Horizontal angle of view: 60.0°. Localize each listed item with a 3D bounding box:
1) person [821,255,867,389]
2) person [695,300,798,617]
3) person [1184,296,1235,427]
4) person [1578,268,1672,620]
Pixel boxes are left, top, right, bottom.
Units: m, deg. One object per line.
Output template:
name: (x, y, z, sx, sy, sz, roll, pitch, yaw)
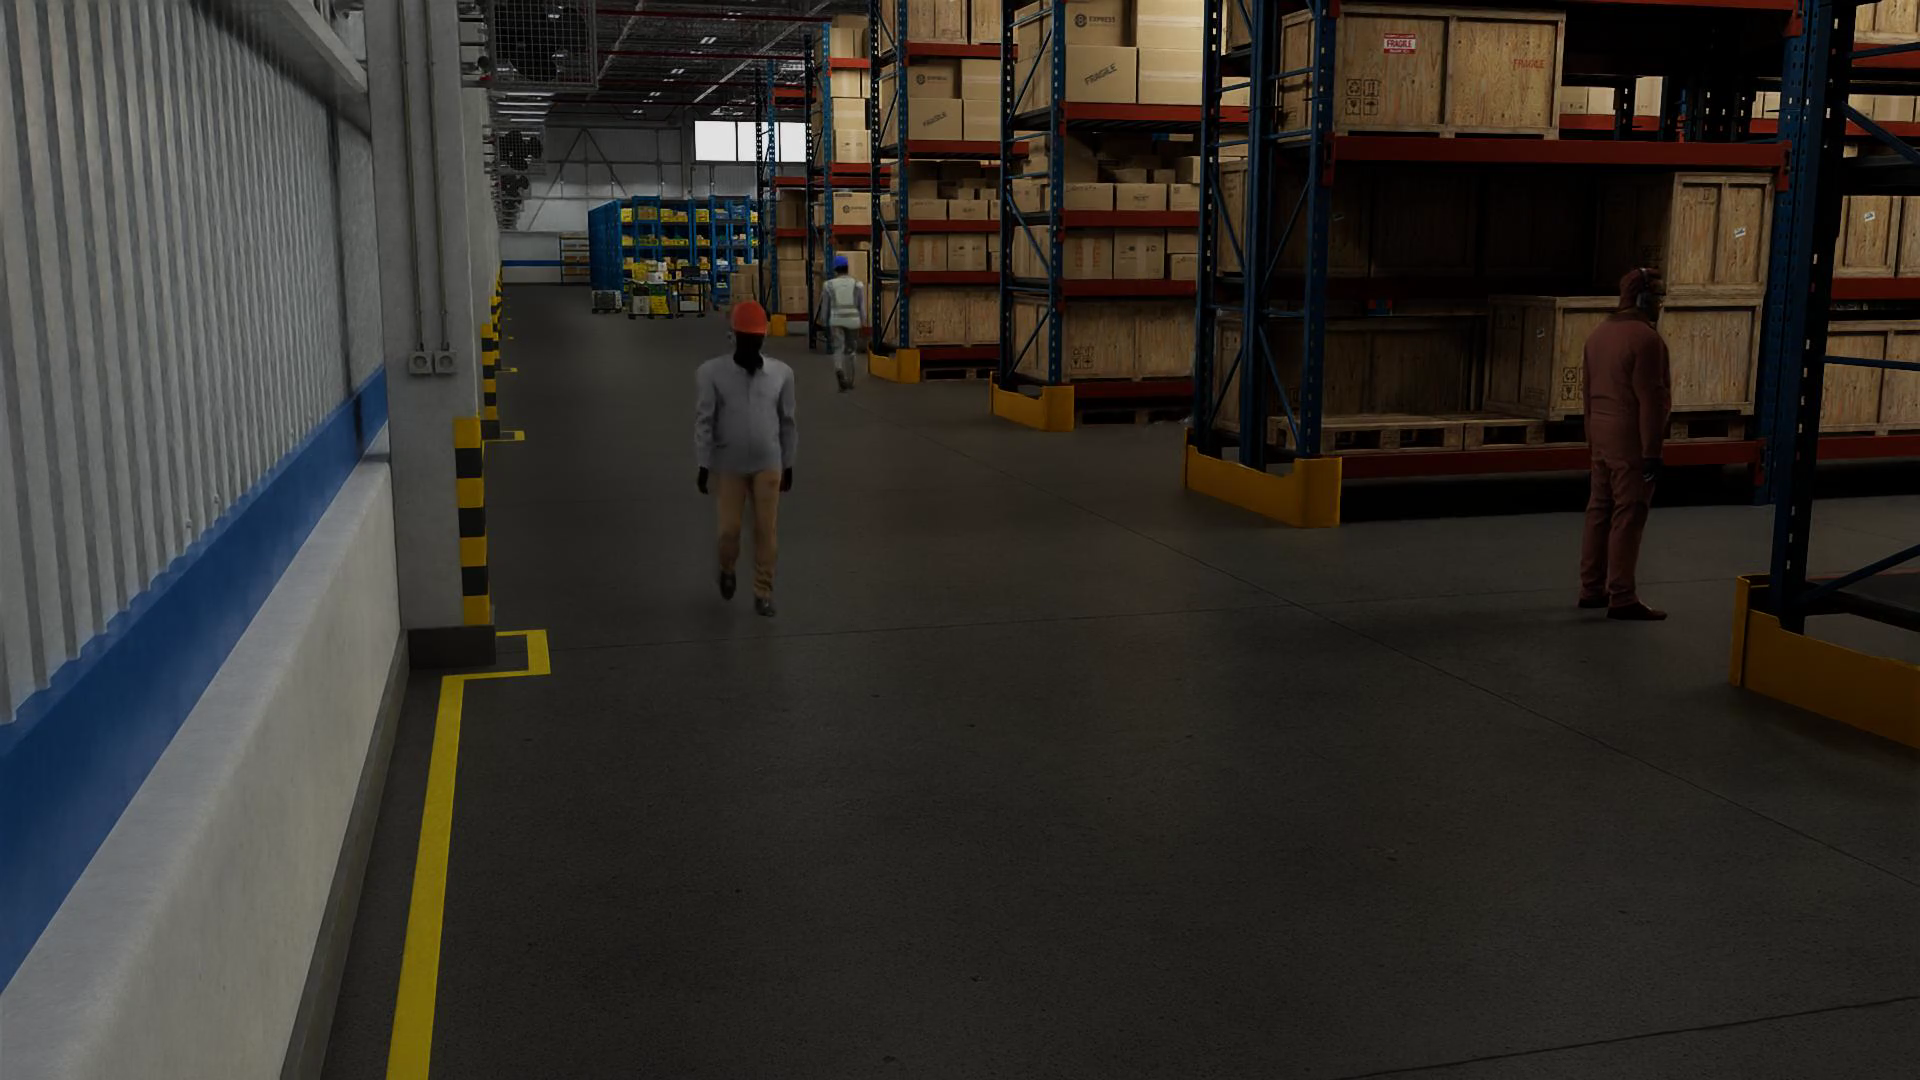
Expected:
person: (-1.616, -3.041, 23.357, 0.647, 1.913, 0.803, -2, 10, -11)
person: (-1.176, -0.450, 9.153, 0.578, 1.735, 0.458, -3, 11, -19)
person: (2.578, -1.811, 16.924, 0.461, 1.708, 0.500, 1, 10, 3)
person: (3.667, -0.524, 9.098, 0.405, 1.906, 0.653, -2, 10, -8)
